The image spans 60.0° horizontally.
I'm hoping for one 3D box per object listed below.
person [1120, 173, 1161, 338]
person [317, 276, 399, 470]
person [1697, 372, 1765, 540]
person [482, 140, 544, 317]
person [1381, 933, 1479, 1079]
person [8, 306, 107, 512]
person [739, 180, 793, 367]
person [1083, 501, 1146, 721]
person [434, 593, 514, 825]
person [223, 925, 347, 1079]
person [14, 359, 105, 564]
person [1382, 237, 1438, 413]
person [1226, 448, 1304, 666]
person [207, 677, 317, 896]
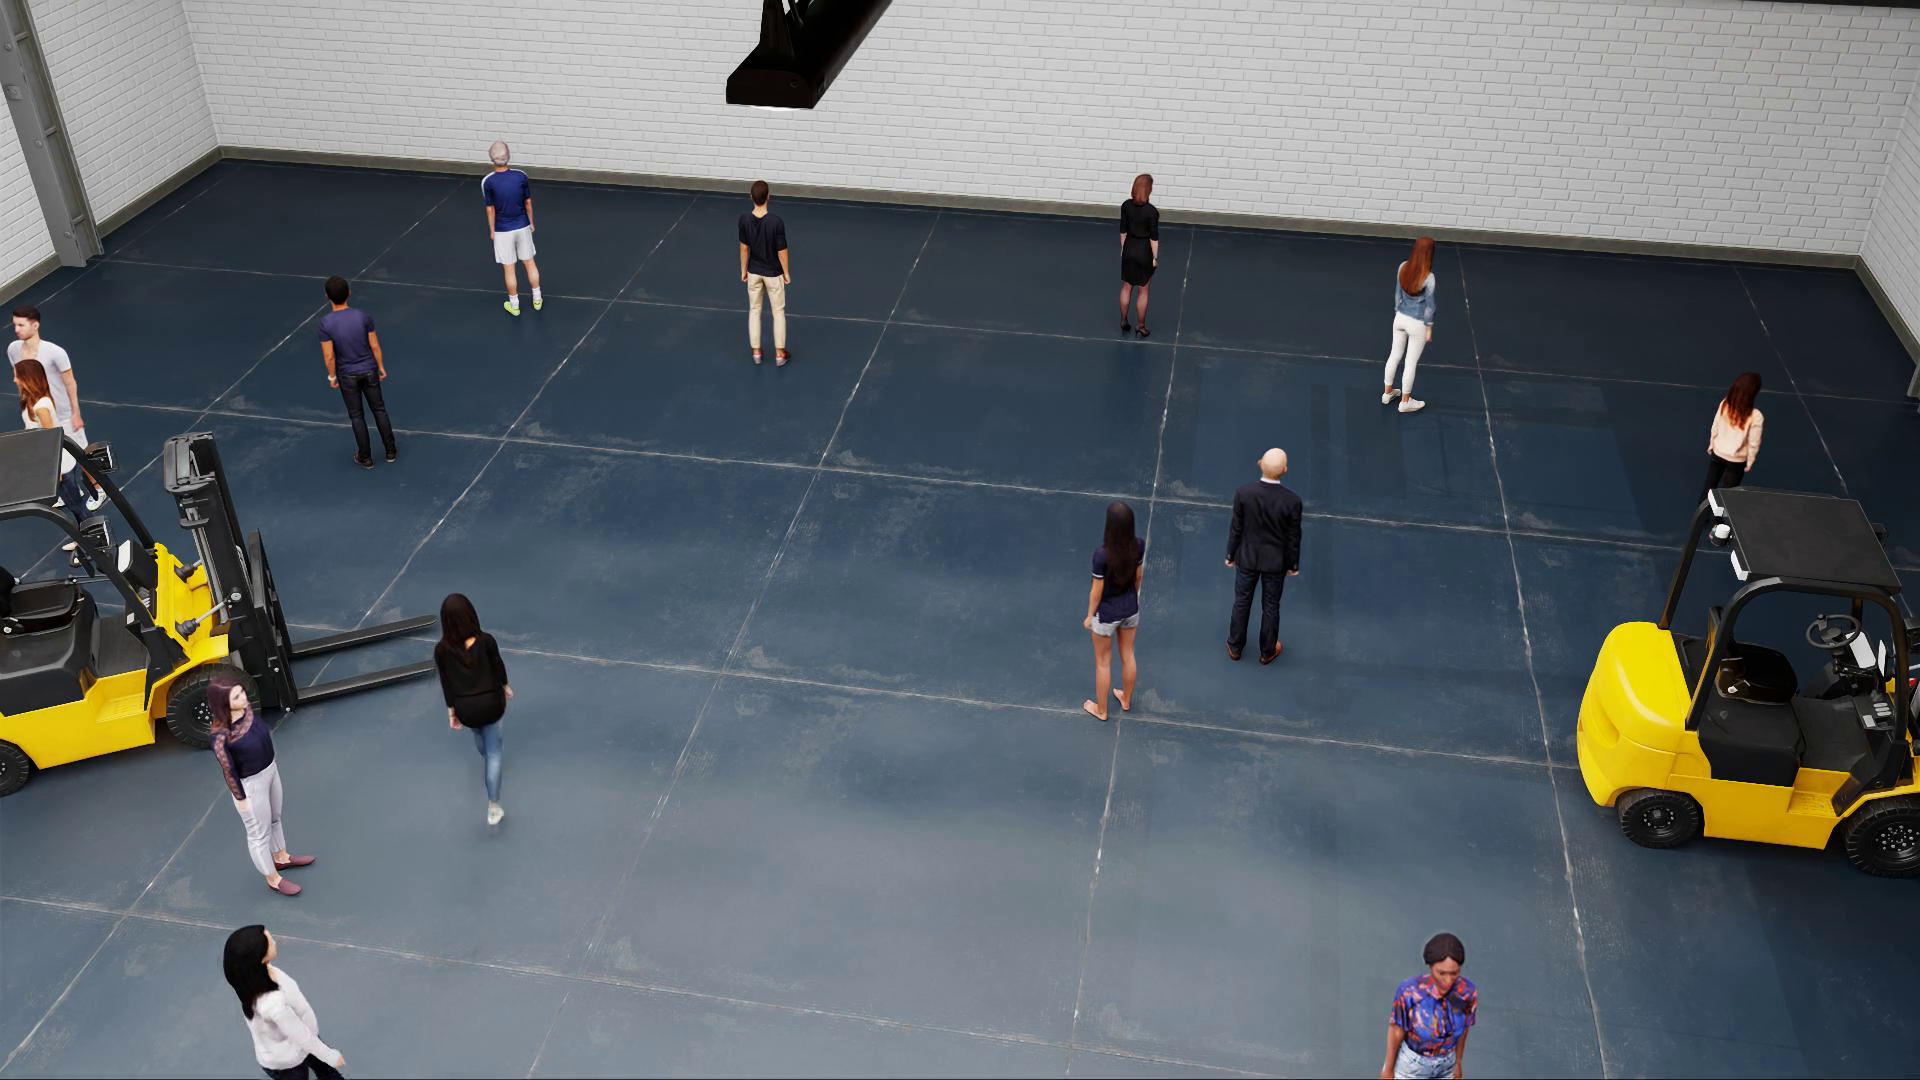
[{"bbox_3d":[1.789,-2.859,16.711,0.661,1.704,0.659,24,40,31],"label":"person"},{"bbox_3d":[-5.270,-1.464,14.533,0.716,1.793,0.757,-18,38,-25],"label":"person"},{"bbox_3d":[6.331,-0.707,13.673,0.698,1.483,0.632,-20,39,-28],"label":"person"},{"bbox_3d":[-4.614,-3.219,17.131,0.719,1.839,0.770,-20,38,-27],"label":"person"},{"bbox_3d":[2.331,2.641,8.402,0.648,1.743,0.611,-4,34,-6],"label":"person"},{"bbox_3d":[-7.593,-1.112,13.946,0.672,1.855,0.555,6,34,9],"label":"person"},{"bbox_3d":[-1.892,-2.595,16.181,0.632,1.851,0.542,6,34,9],"label":"person"},{"bbox_3d":[1.082,0.500,11.601,0.662,1.766,0.699,-16,37,-22],"label":"person"},{"bbox_3d":[-3.131,1.111,10.818,0.768,1.616,1.126,-4,34,-6],"label":"person"},{"bbox_3d":[-3.495,2.639,8.463,1.014,1.679,0.945,-23,40,-30],"label":"person"},{"bbox_3d":[-7.211,-0.641,13.302,0.716,1.785,0.662,-23,40,-30],"label":"person"},{"bbox_3d":[4.179,-2.006,15.430,0.738,1.703,0.677,-21,39,-28],"label":"person"},{"bbox_3d":[2.206,0.125,12.136,0.716,1.800,0.618,10,35,15],"label":"person"},{"bbox_3d":[-4.329,1.494,10.248,0.694,1.608,0.535,0,34,0],"label":"person"}]
